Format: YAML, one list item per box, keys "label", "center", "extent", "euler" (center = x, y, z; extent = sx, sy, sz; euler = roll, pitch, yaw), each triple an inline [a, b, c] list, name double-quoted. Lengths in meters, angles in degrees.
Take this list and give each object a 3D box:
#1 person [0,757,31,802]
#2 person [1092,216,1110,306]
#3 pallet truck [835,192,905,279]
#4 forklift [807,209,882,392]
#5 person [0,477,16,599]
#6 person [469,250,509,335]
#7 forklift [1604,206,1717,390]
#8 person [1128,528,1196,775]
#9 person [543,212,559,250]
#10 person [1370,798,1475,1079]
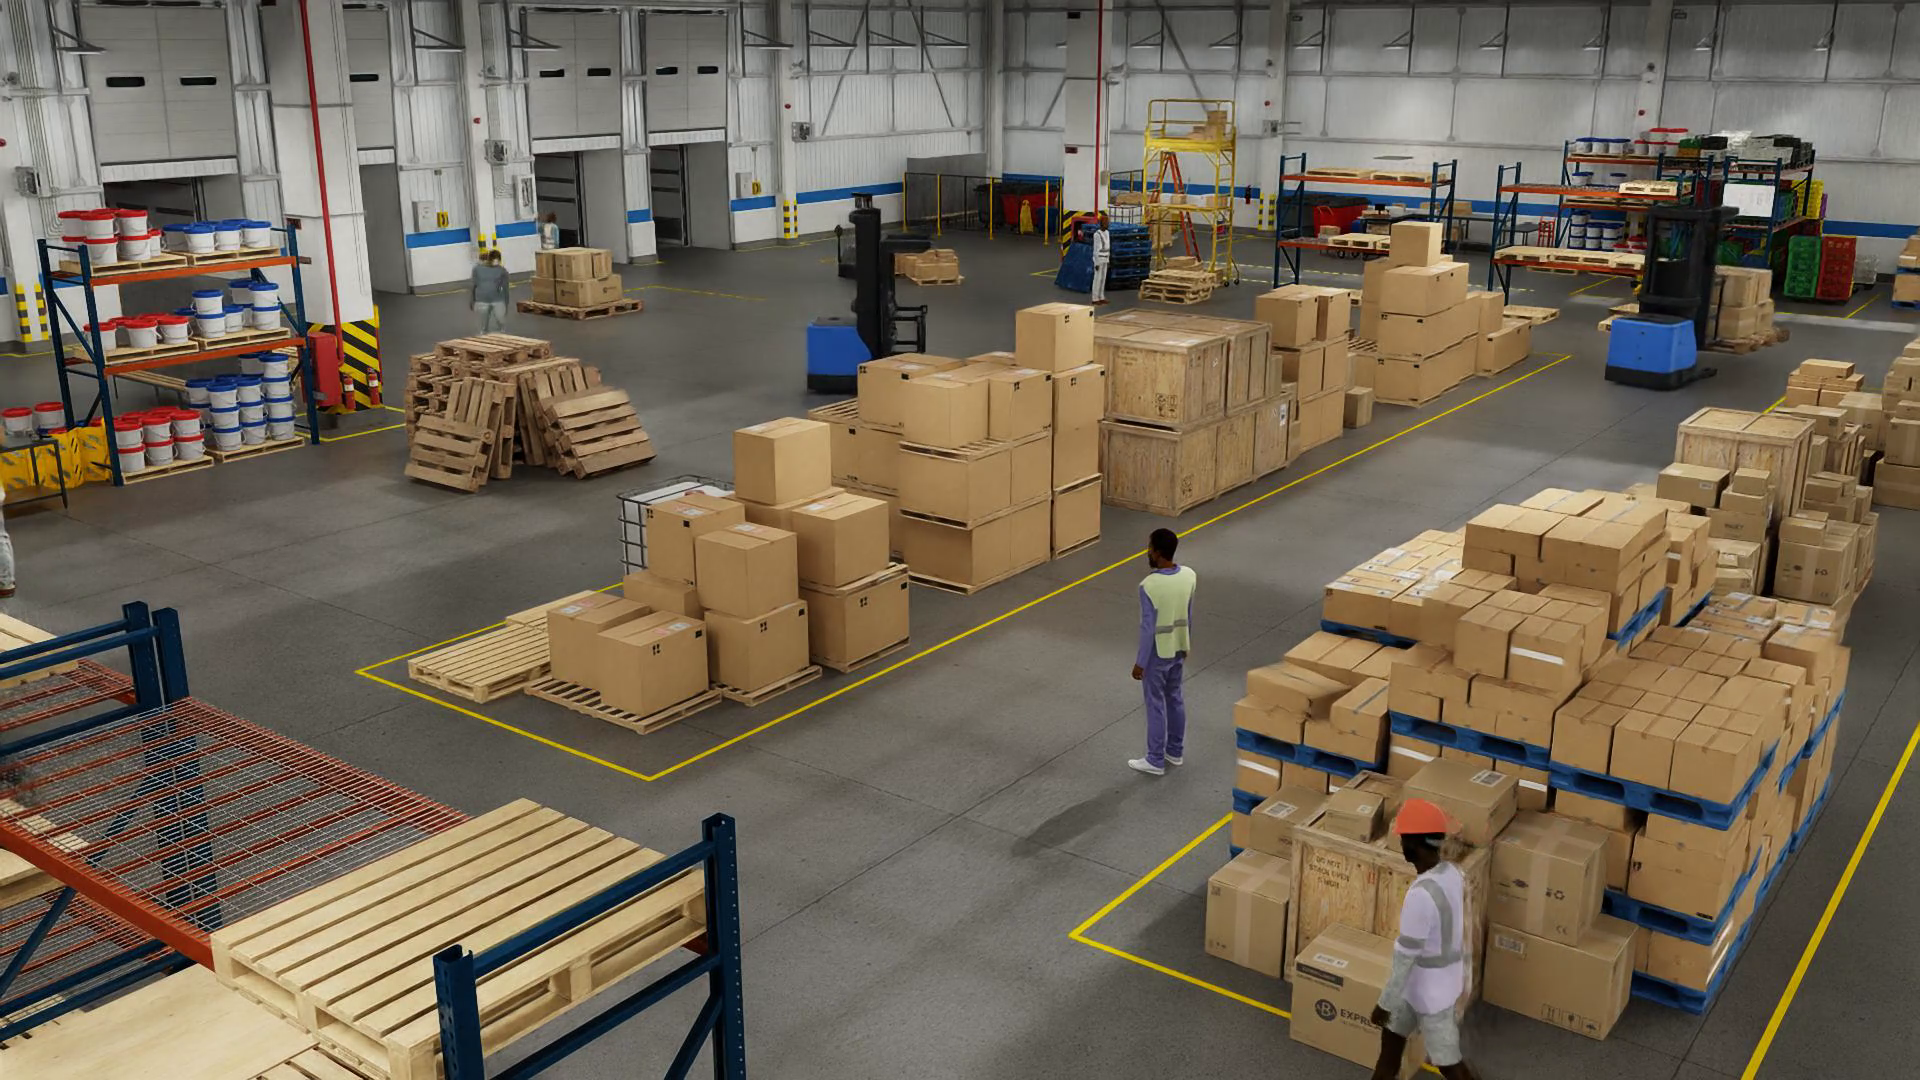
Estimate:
- label: "person"
  center: [-7.290, 1.083, 12.044]
  extent: [0.964, 1.805, 0.508]
  euler: [-1, 17, -4]
- label: "person"
  center: [2.963, -5.846, 34.851]
  extent: [0.350, 1.878, 0.567]
  euler: [9, 19, 27]
- label: "pallet truck"
  center: [-1.936, -7.159, 38.982]
  extent: [1.885, 1.965, 0.823]
  euler: [-12, 21, -34]
- label: "forklift"
  center: [-1.457, -3.801, 26.362]
  extent: [1.873, 2.768, 1.129]
  euler: [1, 17, 4]
- label: "person"
  center: [-9.716, -0.358, 16.568]
  extent: [0.376, 1.937, 0.629]
  euler: [-7, 18, -21]
- label: "person"
  center: [-8.254, -4.135, 29.159]
  extent: [0.731, 1.898, 0.367]
  euler: [-4, 17, -12]
- label: "forklift"
  center: [11.475, -3.968, 26.914]
  extent: [1.873, 2.768, 1.129]
  euler: [-15, 23, -41]
- label: "person"
  center: [1.545, 0.843, 12.621]
  extent: [0.377, 1.916, 0.599]
  euler: [16, 23, 42]
- label: "person"
  center: [-9.332, -6.710, 38.177]
  extent: [0.526, 1.591, 0.858]
  euler: [12, 21, 35]
- label: "person"
  center: [2.348, 2.204, 8.222]
  extent: [0.988, 1.864, 0.546]
  euler: [7, 18, 23]
